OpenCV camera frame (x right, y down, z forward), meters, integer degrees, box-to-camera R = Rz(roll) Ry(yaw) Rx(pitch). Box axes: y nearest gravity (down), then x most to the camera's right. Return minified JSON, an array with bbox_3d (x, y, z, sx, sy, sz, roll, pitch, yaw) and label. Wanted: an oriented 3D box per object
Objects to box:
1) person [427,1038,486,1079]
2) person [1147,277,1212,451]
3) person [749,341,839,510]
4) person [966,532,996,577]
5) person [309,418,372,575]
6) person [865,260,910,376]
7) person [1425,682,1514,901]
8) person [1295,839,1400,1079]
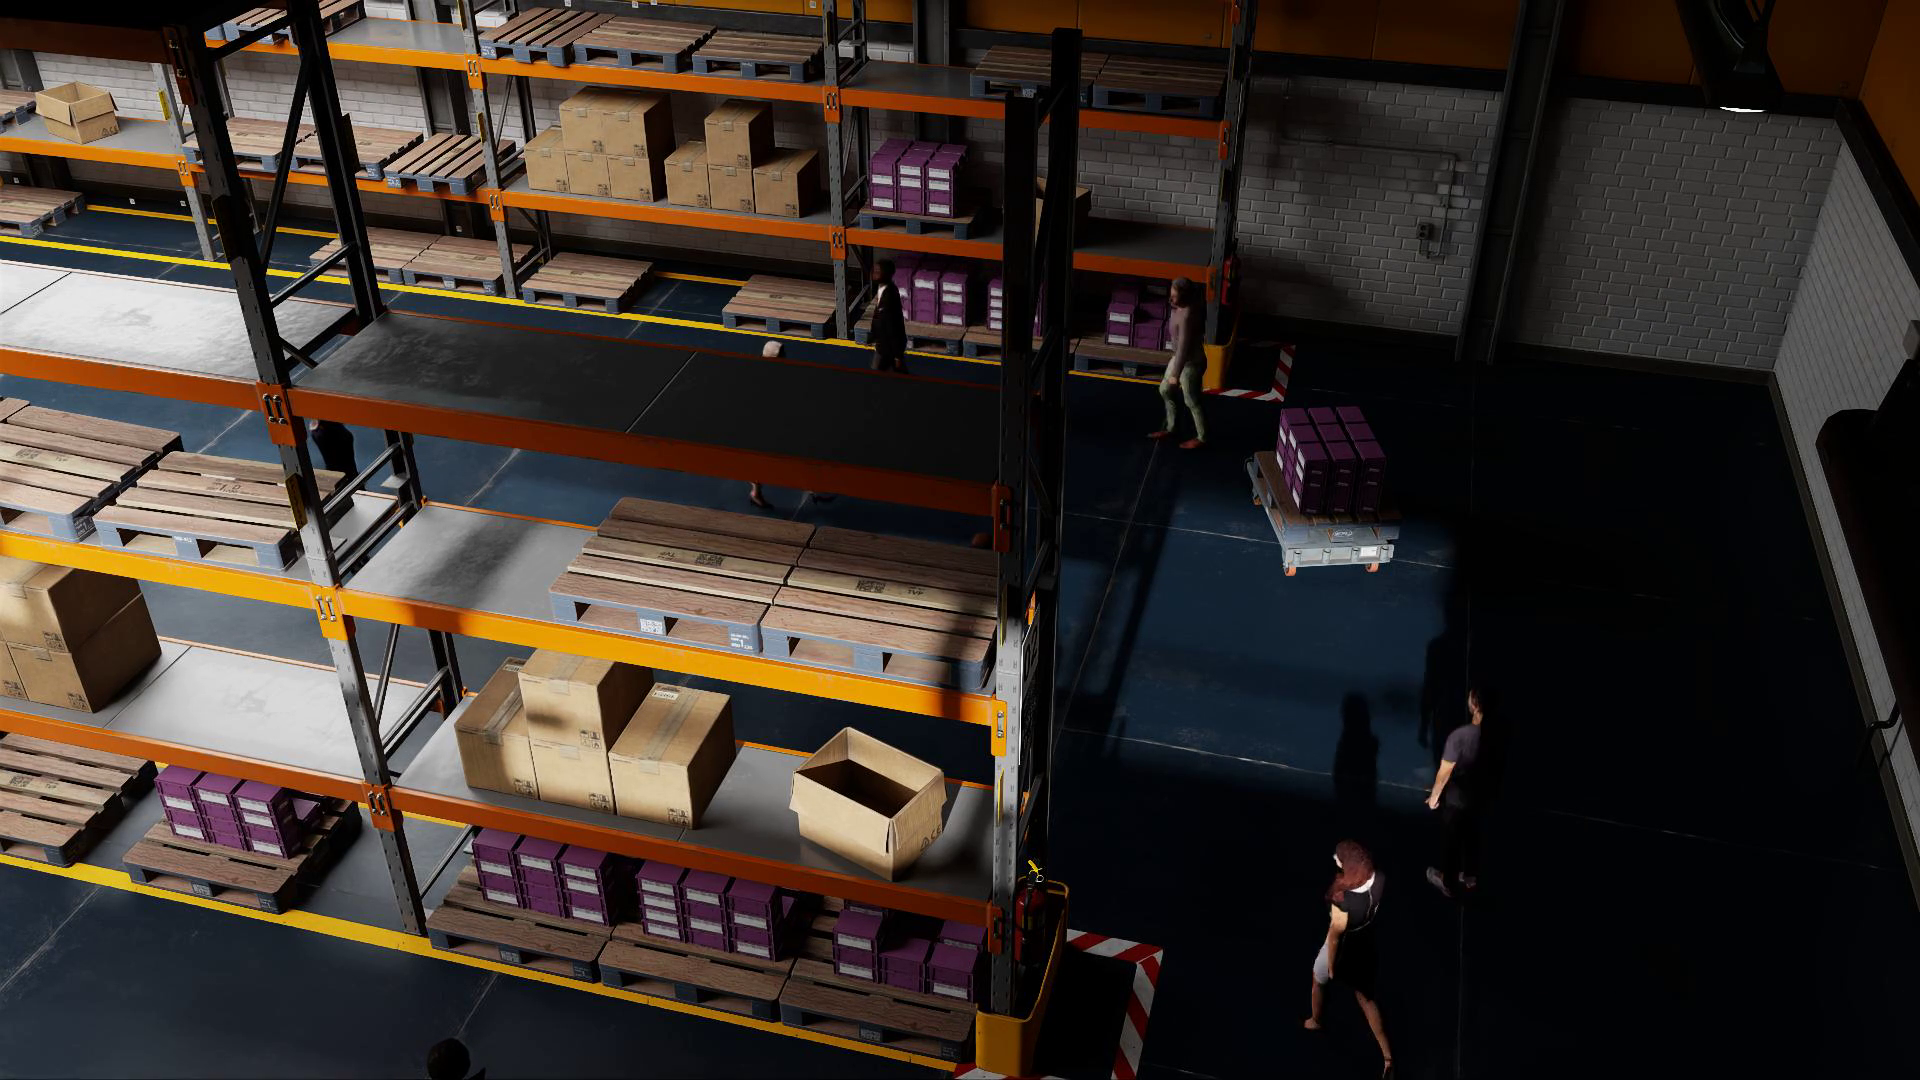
[{"bbox_3d":[-2.541,3.209,8.593,0.600,1.661,0.666,25,41,32],"label":"person"},{"bbox_3d":[2.227,-1.668,15.777,0.939,1.830,0.830,3,34,4],"label":"person"},{"bbox_3d":[-1.725,-0.971,14.839,1.085,1.707,0.689,3,34,5],"label":"person"},{"bbox_3d":[0.126,0.544,12.801,0.675,1.441,0.645,27,42,34],"label":"person"},{"bbox_3d":[-5.218,-0.479,14.063,0.671,1.747,0.670,-3,34,-4],"label":"person"},{"bbox_3d":[-0.585,-1.887,16.164,1.141,1.767,0.873,-1,34,-1],"label":"person"},{"bbox_3d":[3.352,1.693,10.789,0.767,1.754,0.842,-12,35,-17],"label":"person"},{"bbox_3d":[2.322,2.458,9.631,1.048,1.761,1.131,-18,38,-25],"label":"person"}]
